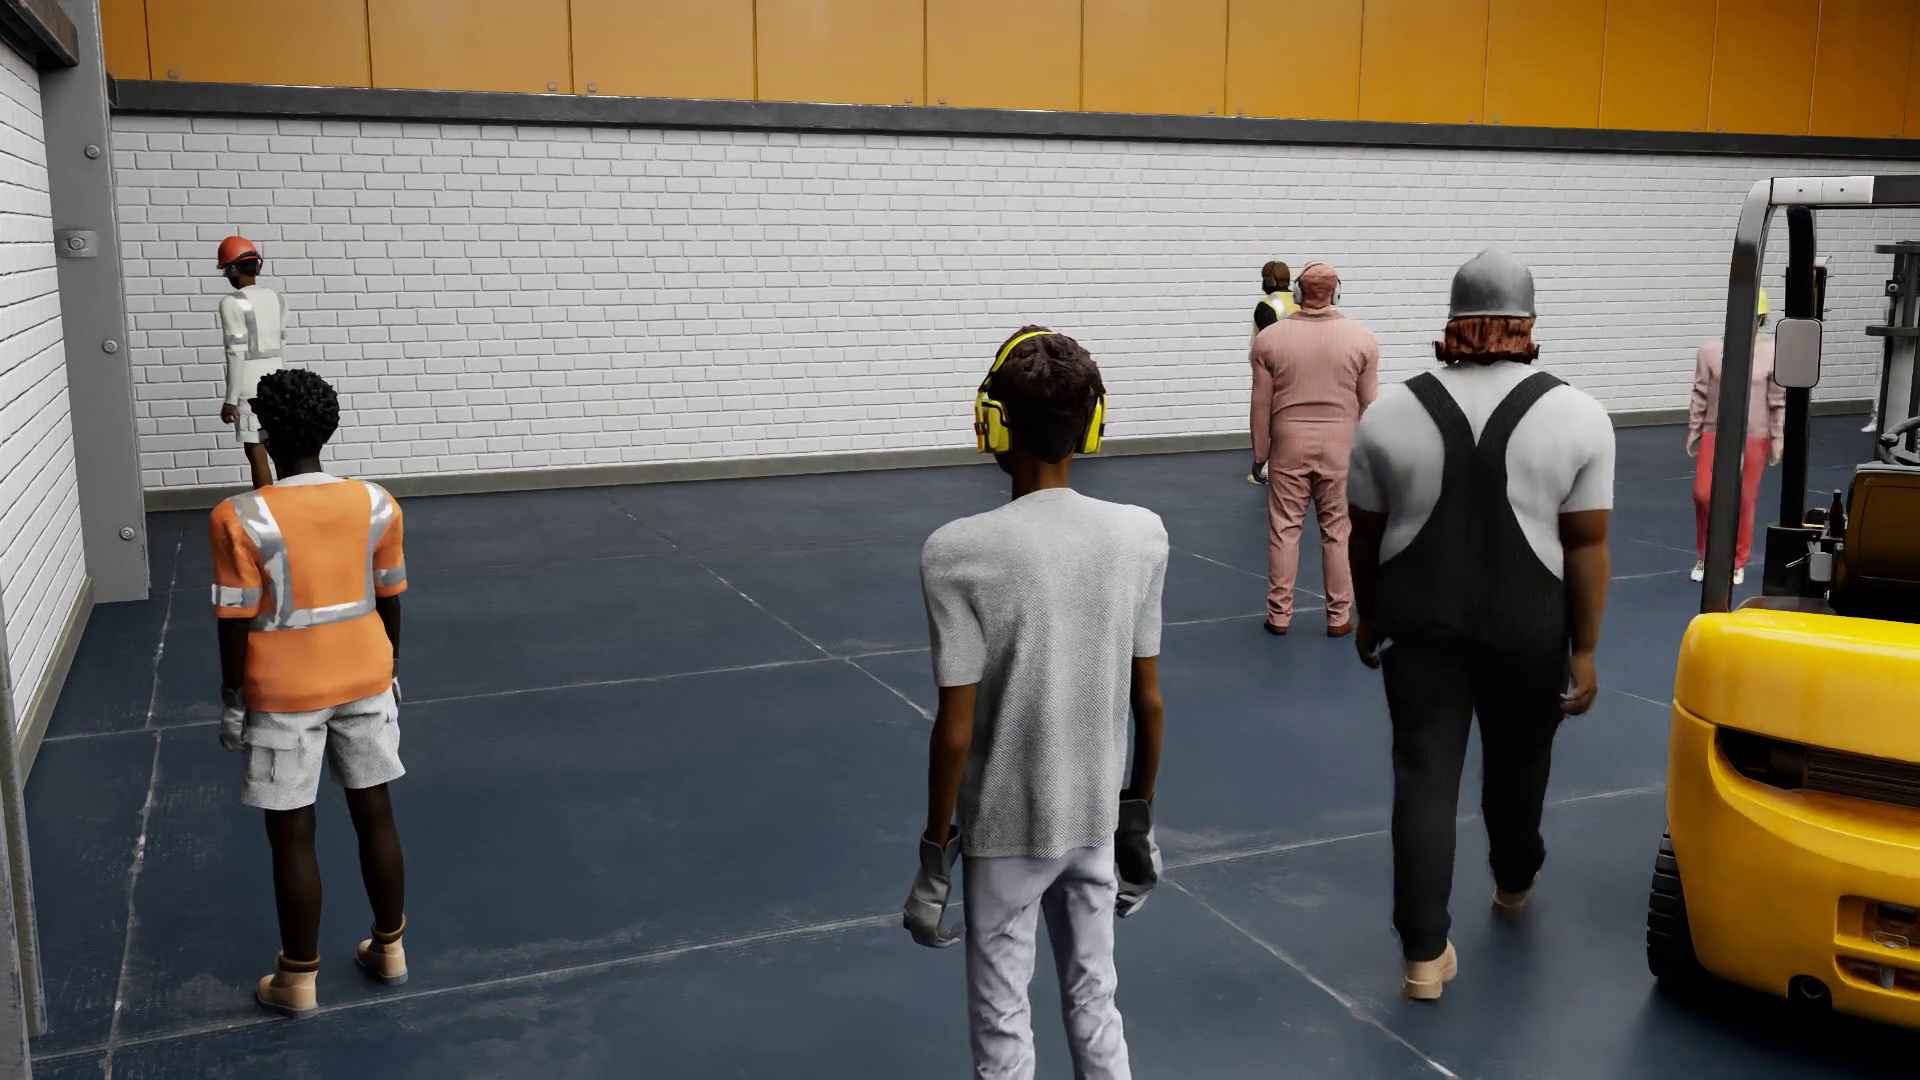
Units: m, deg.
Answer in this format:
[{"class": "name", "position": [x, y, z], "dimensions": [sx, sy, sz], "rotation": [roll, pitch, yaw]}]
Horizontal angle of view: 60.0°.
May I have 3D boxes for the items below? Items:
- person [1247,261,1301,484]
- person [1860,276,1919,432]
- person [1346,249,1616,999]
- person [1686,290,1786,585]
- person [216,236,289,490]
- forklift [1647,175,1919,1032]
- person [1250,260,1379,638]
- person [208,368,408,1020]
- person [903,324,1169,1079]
[{"class": "person", "position": [2.599, -1.378, 13.752], "dimensions": [0.429, 1.839, 0.634], "rotation": [9, 13, 40]}, {"class": "person", "position": [9.954, -1.985, 17.511], "dimensions": [0.888, 1.702, 0.505], "rotation": [-5, 11, -25]}, {"class": "person", "position": [1.438, 0.174, 4.643], "dimensions": [0.698, 2.000, 1.010], "rotation": [5, 11, 24]}, {"class": "person", "position": [4.505, -0.591, 9.656], "dimensions": [0.551, 1.747, 0.503], "rotation": [7, 12, 34]}, {"class": "person", "position": [-4.739, -1.001, 11.136], "dimensions": [0.393, 2.036, 0.605], "rotation": [2, 11, 12]}, {"class": "forklift", "position": [2.810, 0.094, 4.662], "dimensions": [1.214, 2.155, 2.313], "rotation": [7, 12, 34]}, {"class": "person", "position": [1.792, -0.452, 8.451], "dimensions": [0.641, 1.913, 0.407], "rotation": [2, 10, 11]}, {"class": "person", "position": [-1.692, 0.398, 4.377], "dimensions": [0.318, 1.691, 0.534], "rotation": [8, 13, 38]}, {"class": "person", "position": [0.138, 0.548, 3.055], "dimensions": [0.531, 1.870, 0.318], "rotation": [-6, 12, -28]}]
